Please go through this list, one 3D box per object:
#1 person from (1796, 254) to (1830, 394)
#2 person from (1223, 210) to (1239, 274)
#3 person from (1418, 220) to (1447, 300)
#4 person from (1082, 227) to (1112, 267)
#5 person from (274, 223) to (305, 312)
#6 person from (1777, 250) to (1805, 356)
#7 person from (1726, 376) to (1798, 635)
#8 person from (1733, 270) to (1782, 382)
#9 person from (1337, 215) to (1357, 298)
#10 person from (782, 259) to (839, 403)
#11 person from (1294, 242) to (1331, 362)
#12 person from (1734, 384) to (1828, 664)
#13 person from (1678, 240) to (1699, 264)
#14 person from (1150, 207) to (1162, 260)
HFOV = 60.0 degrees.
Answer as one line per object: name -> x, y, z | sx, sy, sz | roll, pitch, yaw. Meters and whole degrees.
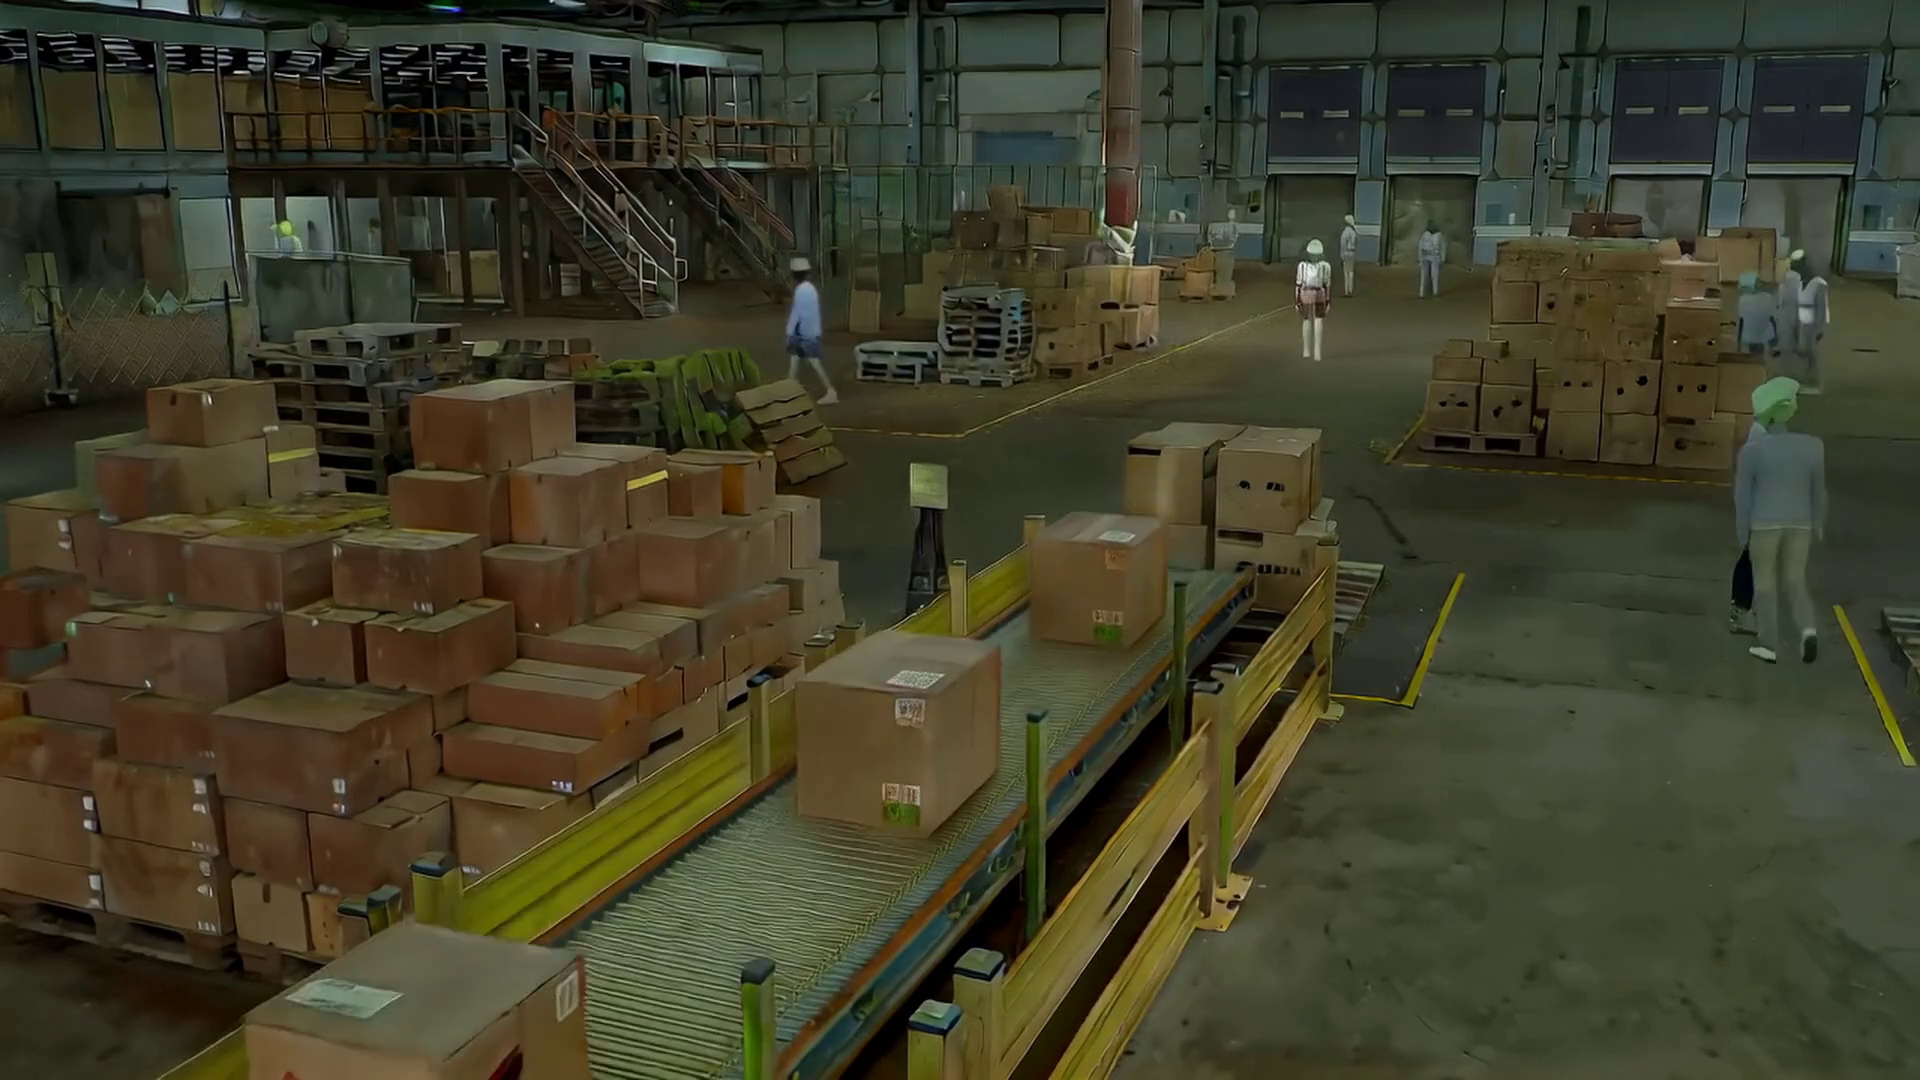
person -> 11.552, -2.908, 22.487 | 0.546, 1.887, 0.605 | 2, 13, 7
person -> 7.886, -8.660, 48.399 | 0.429, 1.837, 0.620 | -1, 13, -4
person -> 10.995, -6.529, 38.821 | 0.627, 1.843, 0.429 | 5, 14, 23
person -> 2.674, -5.157, 32.547 | 0.673, 1.896, 0.483 | -10, 16, -38
person -> -14.338, -5.836, 35.621 | 0.576, 1.882, 0.355 | -5, 14, -22
person -> 13.663, -3.878, 27.206 | 0.692, 1.721, 0.496 | -12, 17, -43
person -> 5.272, -0.232, 10.929 | 0.321, 1.693, 0.538 | 4, 13, 16
person -> 9.710, -2.396, 20.379 | 1.015, 1.806, 0.568 | -3, 13, -14
person -> 9.194, -6.720, 39.437 | 0.389, 1.949, 0.603 | 7, 15, 30
person -> -2.041, -2.702, 21.608 | 1.043, 1.875, 0.549 | 2, 13, 9
person -> 5.645, -3.830, 26.639 | 0.566, 1.886, 1.018 | 2, 13, 7
person -> 4.990, -0.069, 10.086 | 0.590, 1.725, 0.550 | 1, 13, 3
person -> 12.681, -4.360, 29.208 | 0.508, 1.782, 0.930 | -10, 16, -39
person -> 6.053, -9.488, 52.044 | 0.939, 1.863, 0.627 | 5, 14, 22
